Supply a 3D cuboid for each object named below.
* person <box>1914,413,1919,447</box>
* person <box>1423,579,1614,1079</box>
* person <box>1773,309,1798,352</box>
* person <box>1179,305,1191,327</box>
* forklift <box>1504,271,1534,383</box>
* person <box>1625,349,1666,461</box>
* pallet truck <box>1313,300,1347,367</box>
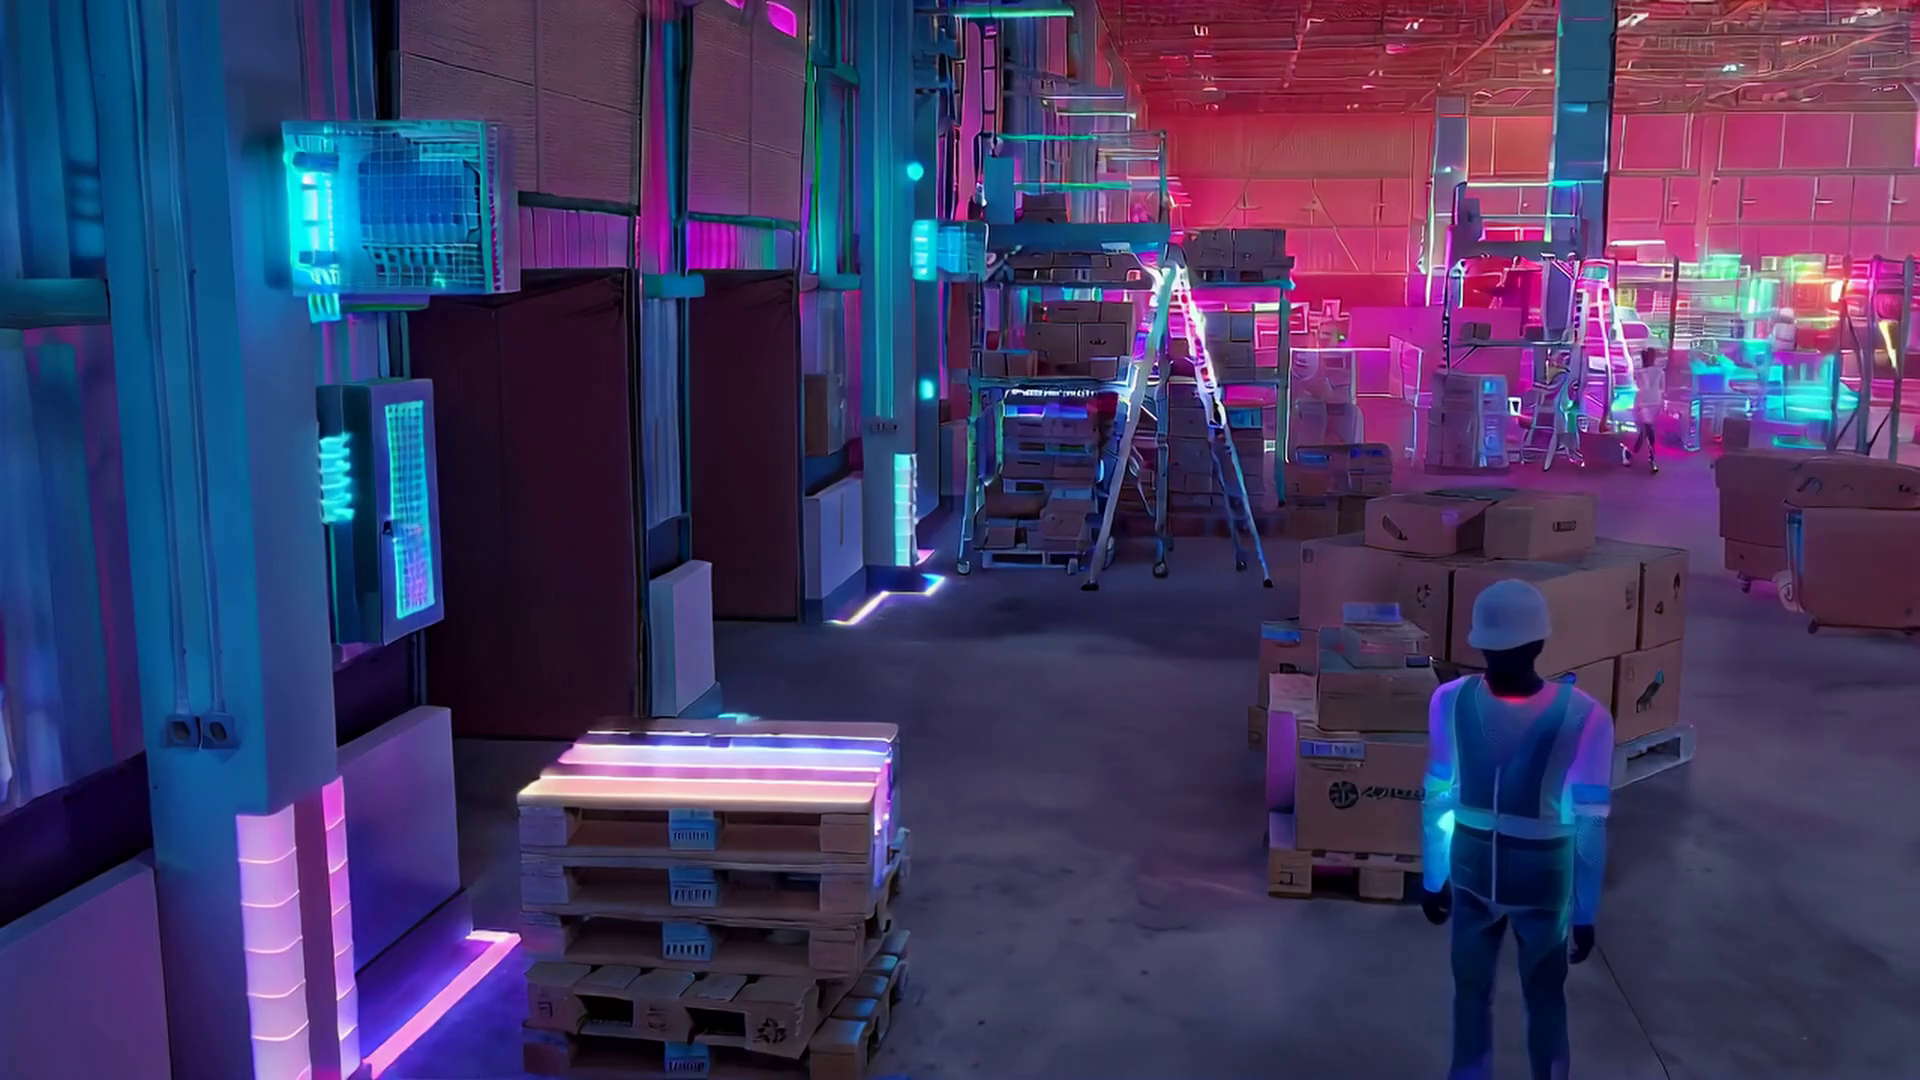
[{"bbox_3d":[15.658,-2.354,26.806,0.322,1.737,0.486,9,13,43],"label":"person"},{"bbox_3d":[1.700,1.063,5.180,0.587,1.918,0.399,8,12,39],"label":"person"},{"bbox_3d":[20.149,-4.681,40.589,0.554,1.918,0.437,-2,9,-11],"label":"person"},{"bbox_3d":[6.094,-5.363,44.779,0.544,1.929,0.399,-7,12,-37],"label":"person"},{"bbox_3d":[13.933,-5.319,41.568,1.873,2.768,1.129,-1,9,-6],"label":"forklift"},{"bbox_3d":[10.349,-2.051,25.182,0.547,1.651,0.860,-4,10,-22],"label":"person"},{"bbox_3d":[11.159,-6.200,49.718,0.823,1.965,1.885,4,10,26],"label":"pallet truck"}]
